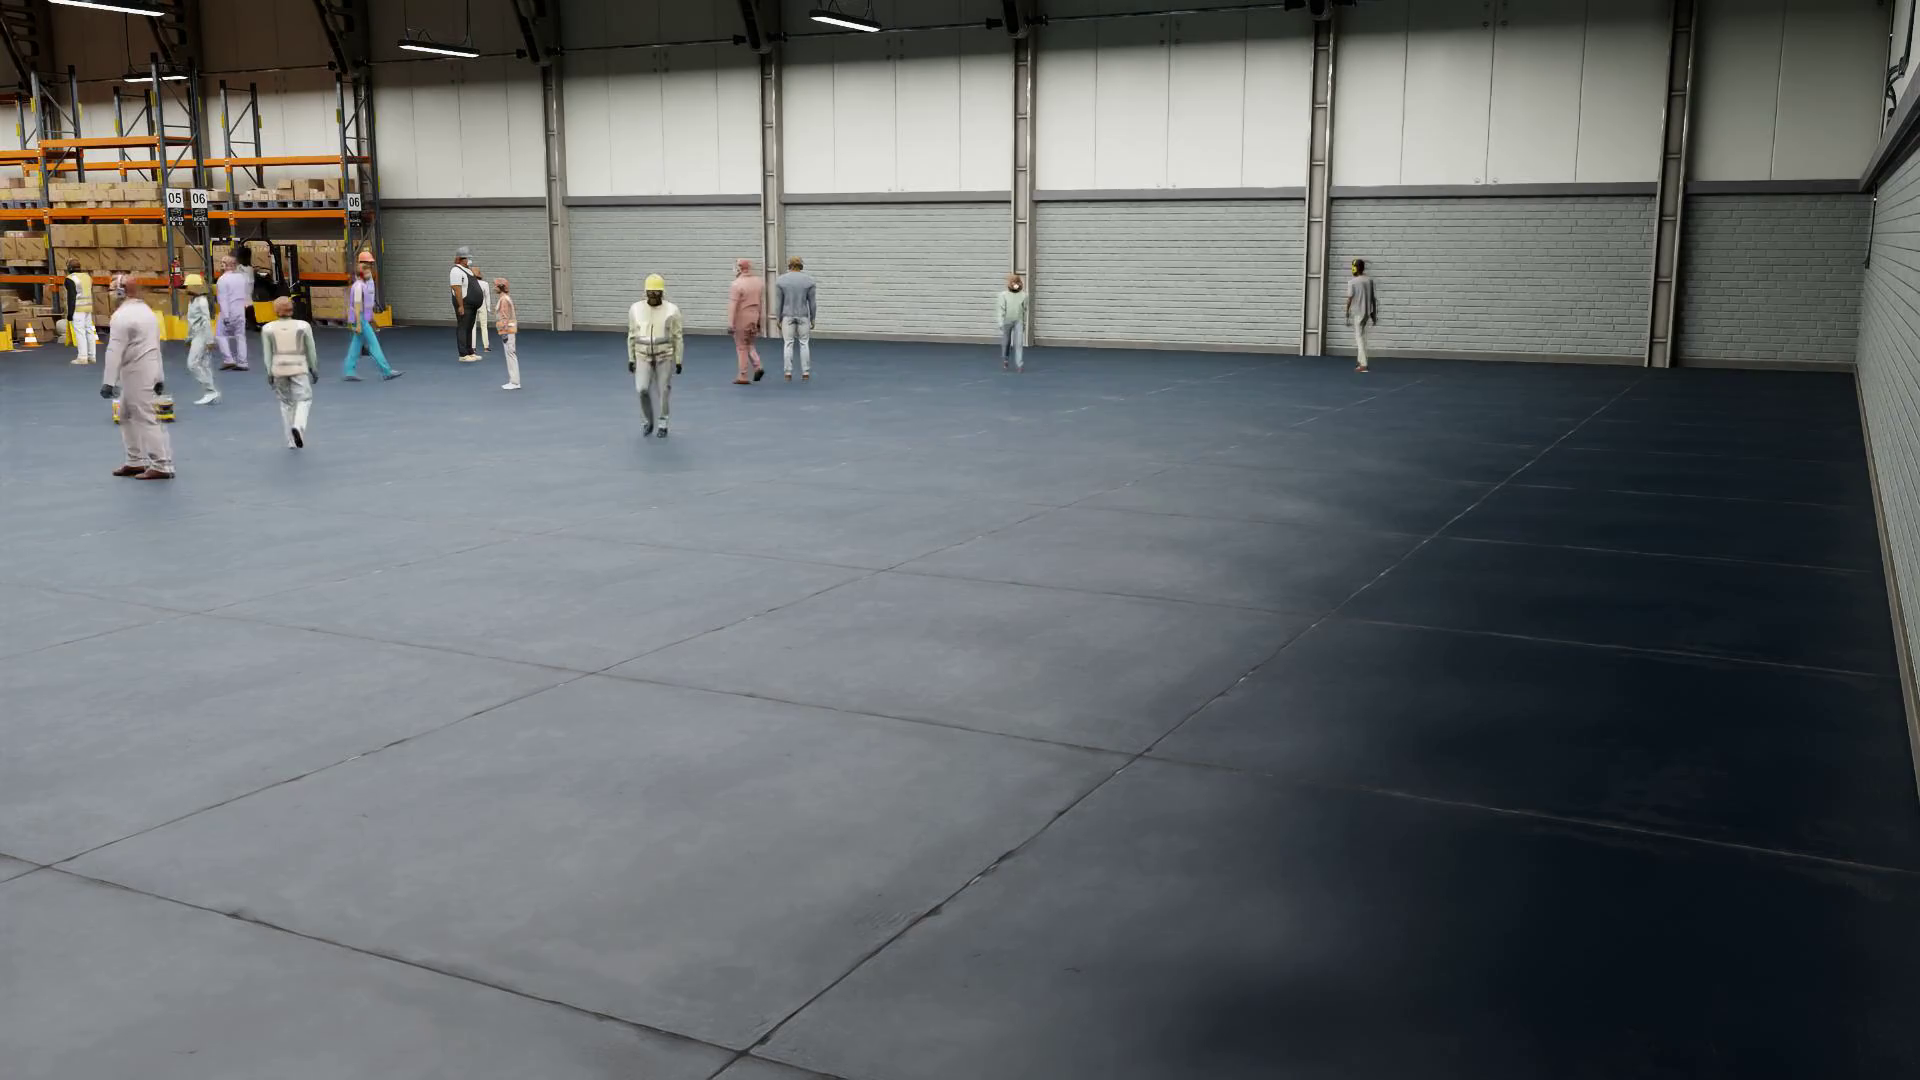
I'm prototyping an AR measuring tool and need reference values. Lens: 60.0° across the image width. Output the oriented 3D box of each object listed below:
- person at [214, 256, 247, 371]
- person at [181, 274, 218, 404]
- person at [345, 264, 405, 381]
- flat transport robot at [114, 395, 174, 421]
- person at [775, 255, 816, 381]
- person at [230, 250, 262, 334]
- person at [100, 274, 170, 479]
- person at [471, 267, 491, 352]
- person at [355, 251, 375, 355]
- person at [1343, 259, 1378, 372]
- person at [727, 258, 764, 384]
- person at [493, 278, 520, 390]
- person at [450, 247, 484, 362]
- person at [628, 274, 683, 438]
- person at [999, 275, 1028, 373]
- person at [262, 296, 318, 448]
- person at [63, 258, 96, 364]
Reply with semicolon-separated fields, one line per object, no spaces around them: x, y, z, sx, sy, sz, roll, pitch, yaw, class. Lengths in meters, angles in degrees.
-12.117;-3.742;27.560;0.589;1.884;0.661;3;11;17;person
-10.103;-2.650;22.042;0.393;1.729;0.496;-7;12;-34;person
-9.080;-3.341;25.601;0.936;1.797;0.595;-3;11;-16;person
-10.061;-1.636;20.494;0.652;0.197;1.431;-5;12;-25;flat transport robot
-2.536;-3.430;25.743;0.625;1.935;0.374;-2;11;-9;person
-16.347;-5.657;37.964;1.033;1.911;0.605;2;11;9;person
-7.657;-1.482;15.269;0.732;1.880;0.662;-1;10;-7;person
-9.307;-4.444;32.086;0.499;1.635;0.287;-2;11;-9;person
-11.111;-4.433;31.195;0.365;1.939;0.542;0;10;-2;person
6.566;-3.693;27.423;0.532;1.836;0.648;-5;12;-27;person
-3.252;-3.284;25.033;0.412;1.893;0.676;7;13;34;person
-6.637;-3.013;24.318;0.322;1.627;0.530;-3;11;-18;person
-8.787;-4.214;29.724;0.538;2.000;0.683;0;10;1;person
-3.368;-2.024;18.391;0.622;1.811;0.485;0;10;-2;person
0.874;-3.584;27.525;0.495;1.599;0.852;-1;10;-6;person
-6.993;-1.733;17.363;0.516;1.619;0.593;-2;11;-11;person
-15.417;-3.997;29.095;0.430;1.840;0.624;1;10;6;person
